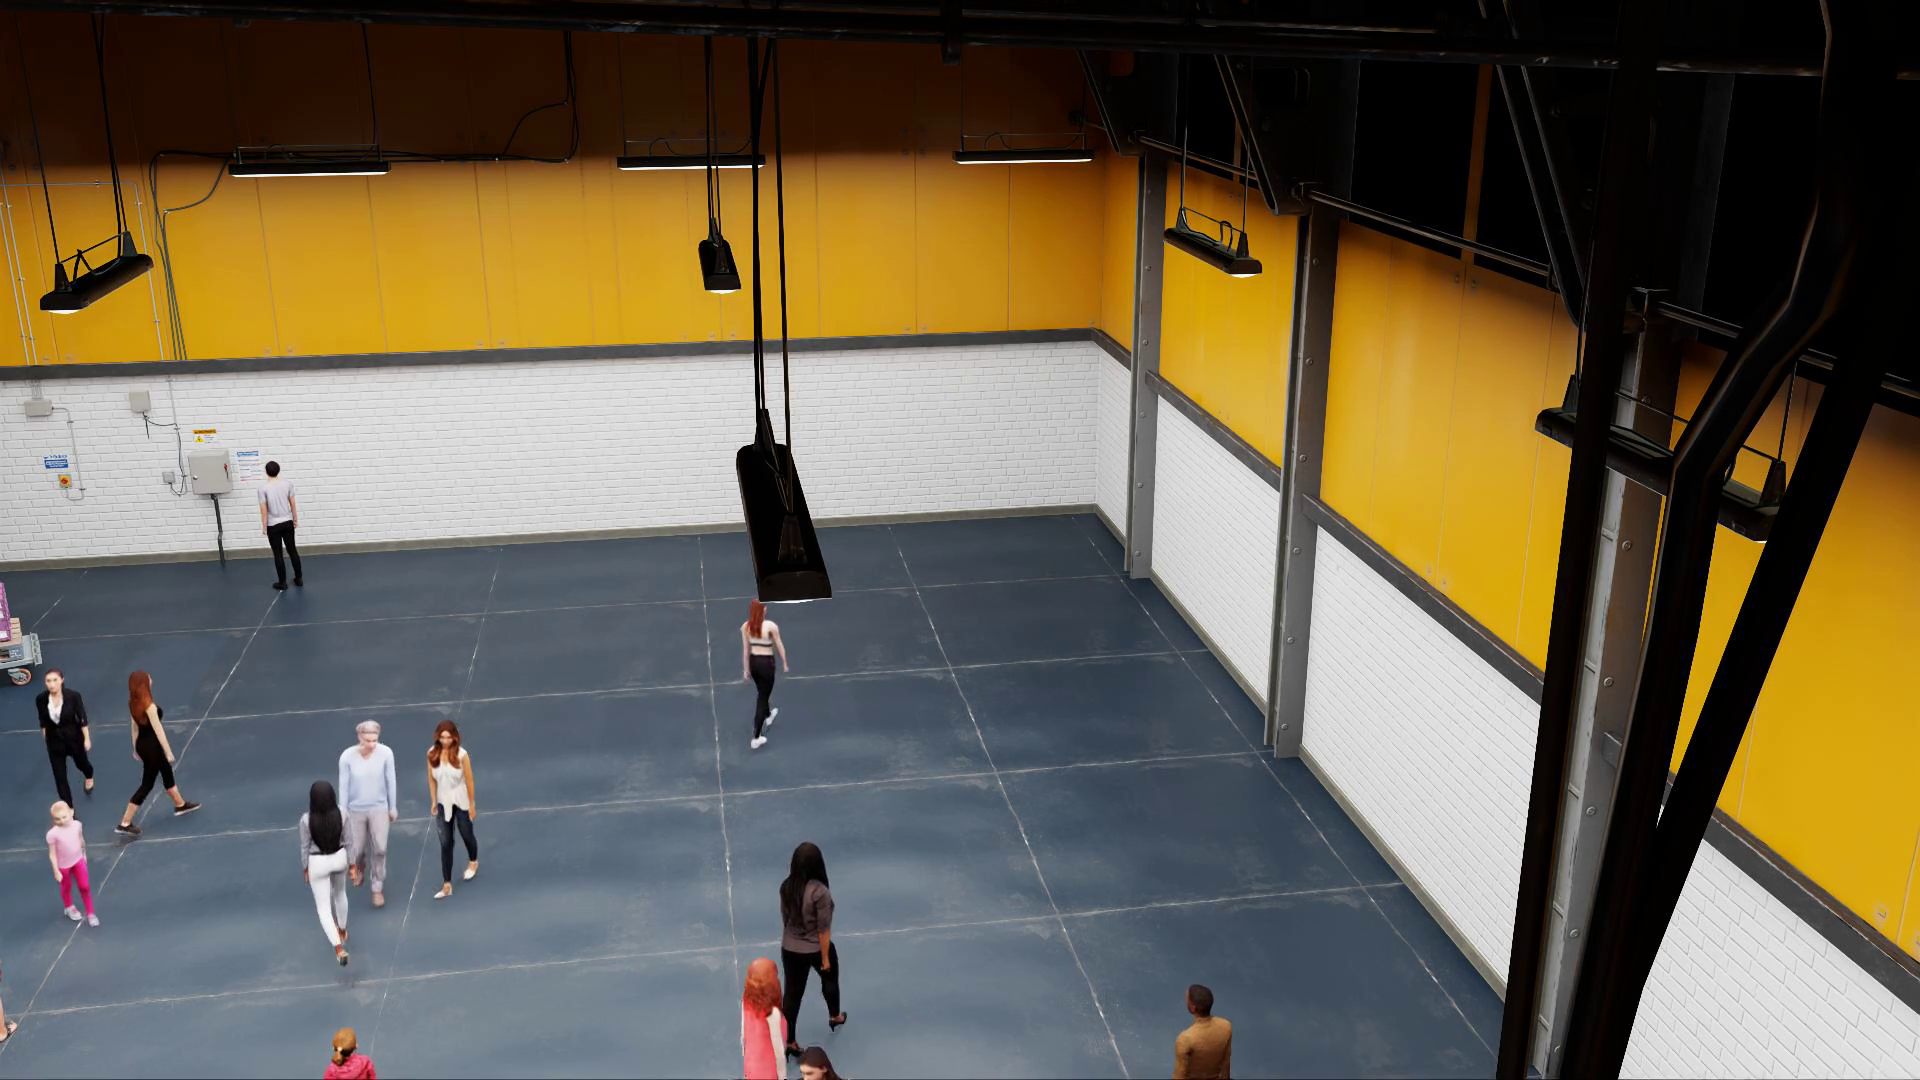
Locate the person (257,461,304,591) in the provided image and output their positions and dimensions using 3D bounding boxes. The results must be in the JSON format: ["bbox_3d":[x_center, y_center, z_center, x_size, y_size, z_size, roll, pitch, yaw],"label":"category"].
[{"bbox_3d":[-9.664,-0.216,23.642,0.737,1.863,0.742,-17,25,-40],"label":"person"}]

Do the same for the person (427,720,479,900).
[{"bbox_3d":[-4.778,2.495,15.849,0.778,1.700,1.083,3,19,8],"label":"person"}]

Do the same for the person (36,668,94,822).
[{"bbox_3d":[-9.224,2.070,17.219,0.667,1.629,1.074,-5,19,-15],"label":"person"}]

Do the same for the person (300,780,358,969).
[{"bbox_3d":[-5.523,2.923,14.580,0.885,1.699,1.173,-11,22,-30],"label":"person"}]

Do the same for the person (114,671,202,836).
[{"bbox_3d":[-8.268,2.181,16.803,1.121,1.685,1.108,15,24,38],"label":"person"}]

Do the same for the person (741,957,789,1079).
[{"bbox_3d":[-1.448,3.823,11.740,0.940,1.804,1.015,-14,23,-36],"label":"person"}]

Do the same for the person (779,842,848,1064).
[{"bbox_3d":[-1.258,3.332,13.197,1.003,1.806,1.107,10,21,28],"label":"person"}]

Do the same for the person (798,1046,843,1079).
[{"bbox_3d":[-0.931,4.086,11.212,0.844,1.642,1.248,2,19,7],"label":"person"}]

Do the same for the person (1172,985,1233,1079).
[{"bbox_3d":[1.691,3.918,11.459,0.766,1.804,0.772,-9,21,-25],"label":"person"}]

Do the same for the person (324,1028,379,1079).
[{"bbox_3d":[-4.275,4.081,11.755,0.527,1.307,0.516,-5,19,-13],"label":"person"}]

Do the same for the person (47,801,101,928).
[{"bbox_3d":[-8.188,2.931,15.256,0.860,1.252,0.763,13,22,33],"label":"person"}]

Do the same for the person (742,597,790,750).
[{"bbox_3d":[-2.261,1.523,18.726,0.957,1.706,1.173,7,20,19],"label":"person"}]

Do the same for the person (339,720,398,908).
[{"bbox_3d":[-5.542,2.501,15.568,0.817,1.867,0.936,-7,20,-19],"label":"person"}]
